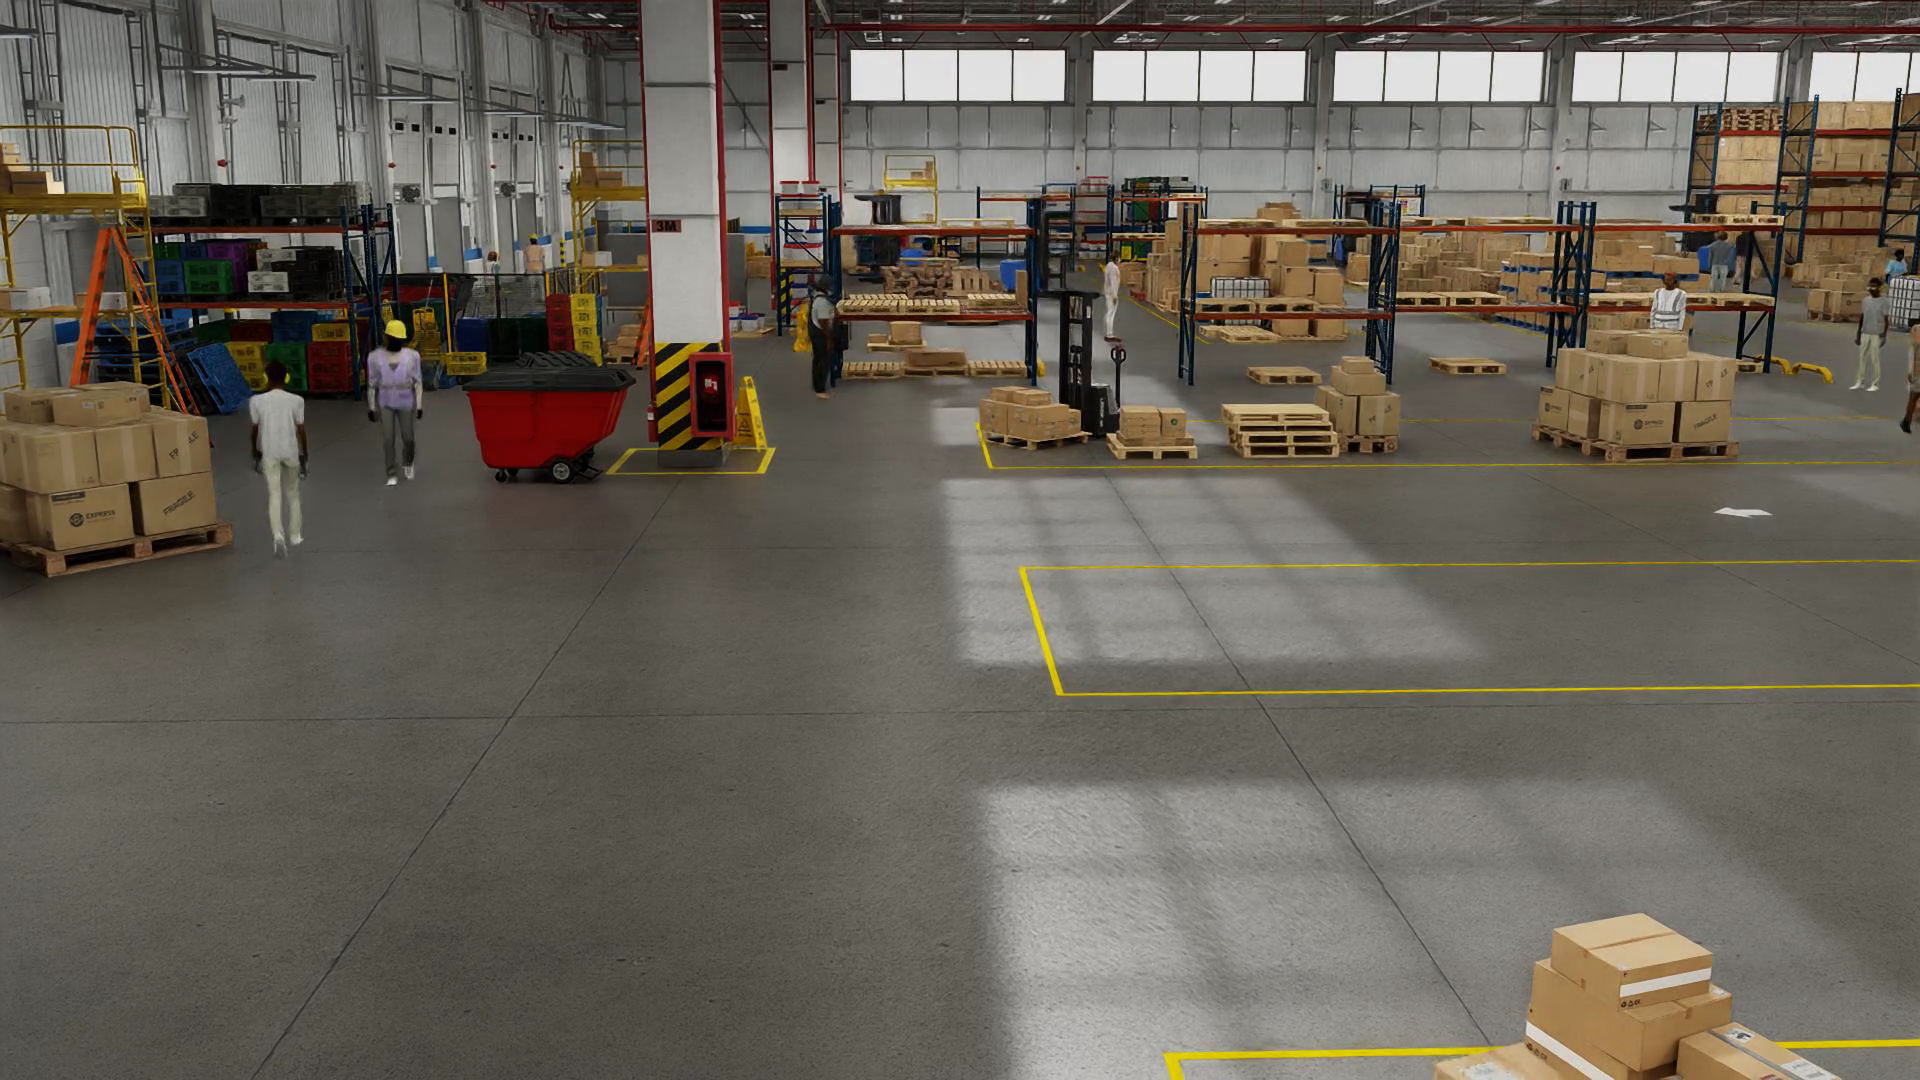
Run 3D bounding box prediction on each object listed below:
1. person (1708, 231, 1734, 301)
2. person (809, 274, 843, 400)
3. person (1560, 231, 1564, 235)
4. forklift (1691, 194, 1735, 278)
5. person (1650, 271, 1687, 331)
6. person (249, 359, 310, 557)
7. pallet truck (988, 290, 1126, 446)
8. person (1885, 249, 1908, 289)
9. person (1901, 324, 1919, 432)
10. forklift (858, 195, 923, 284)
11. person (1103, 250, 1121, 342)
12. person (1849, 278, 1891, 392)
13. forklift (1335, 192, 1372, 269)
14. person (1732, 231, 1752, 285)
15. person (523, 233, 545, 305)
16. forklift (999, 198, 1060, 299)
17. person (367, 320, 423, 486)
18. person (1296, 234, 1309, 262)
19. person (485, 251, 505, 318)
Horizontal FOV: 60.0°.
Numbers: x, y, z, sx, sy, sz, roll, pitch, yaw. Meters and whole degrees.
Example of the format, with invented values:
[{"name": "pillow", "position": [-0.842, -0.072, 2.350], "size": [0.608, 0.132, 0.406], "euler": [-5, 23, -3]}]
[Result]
[{"name": "person", "position": [21.103, -7.599, 46.173], "size": [0.637, 1.938, 0.355], "euler": [8, 15, 34]}, {"name": "person", "position": [-2.136, -3.263, 26.363], "size": [0.535, 2.000, 0.846], "euler": [-3, 13, -13]}, {"name": "person", "position": [18.438, -8.687, 51.406], "size": [0.657, 1.791, 0.941], "euler": [-5, 14, -22]}, {"name": "forklift", "position": [24.962, -10.208, 55.808], "size": [1.129, 2.768, 1.873], "euler": [-9, 15, -36]}, {"name": "person", "position": [12.107, -3.660, 28.517], "size": [0.353, 1.883, 0.578], "euler": [-12, 17, -44]}, {"name": "person", "position": [-6.405, -0.779, 15.652], "size": [0.528, 1.839, 0.921], "euler": [-5, 13, -20]}, {"name": "pallet truck", "position": [1.257, -2.299, 22.111], "size": [1.885, 1.965, 0.823], "euler": [-9, 15, -35]}, {"name": "person", "position": [23.406, -6.425, 41.529], "size": [0.544, 1.647, 0.861], "euler": [-3, 13, -12]}, {"name": "person", "position": [13.106, -2.327, 22.512], "size": [0.563, 1.883, 1.012], "euler": [4, 13, 19]}, {"name": "forklift", "position": [-2.223, -9.687, 53.459], "size": [1.873, 2.768, 1.129], "euler": [-7, 14, -28]}, {"name": "person", "position": [3.219, -5.157, 35.161], "size": [0.371, 1.935, 0.627], "euler": [-1, 13, -4]}, {"name": "person", "position": [14.922, -3.360, 27.226], "size": [0.324, 1.857, 0.530], "euler": [-7, 14, -28]}, {"name": "forklift", "position": [14.631, -11.444, 61.390], "size": [1.129, 2.768, 1.873], "euler": [0, 12, -2]}, {"name": "person", "position": [24.704, -9.007, 52.434], "size": [0.641, 1.977, 0.591], "euler": [-3, 13, -13]}, {"name": "person", "position": [-11.518, -7.337, 45.026], "size": [0.589, 1.924, 0.384], "euler": [-4, 13, -19]}, {"name": "forklift", "position": [2.060, -8.197, 46.732], "size": [1.873, 2.768, 1.129], "euler": [0, 12, -2]}, {"name": "person", "position": [-6.459, -1.566, 19.021], "size": [0.618, 1.903, 0.416], "euler": [-4, 13, -16]}, {"name": "person", "position": [9.825, -8.099, 48.488], "size": [0.629, 1.923, 0.540], "euler": [1, 13, 7]}, {"name": "person", "position": [-11.465, -6.268, 40.871], "size": [0.522, 1.633, 0.315], "euler": [11, 17, 42]}]
